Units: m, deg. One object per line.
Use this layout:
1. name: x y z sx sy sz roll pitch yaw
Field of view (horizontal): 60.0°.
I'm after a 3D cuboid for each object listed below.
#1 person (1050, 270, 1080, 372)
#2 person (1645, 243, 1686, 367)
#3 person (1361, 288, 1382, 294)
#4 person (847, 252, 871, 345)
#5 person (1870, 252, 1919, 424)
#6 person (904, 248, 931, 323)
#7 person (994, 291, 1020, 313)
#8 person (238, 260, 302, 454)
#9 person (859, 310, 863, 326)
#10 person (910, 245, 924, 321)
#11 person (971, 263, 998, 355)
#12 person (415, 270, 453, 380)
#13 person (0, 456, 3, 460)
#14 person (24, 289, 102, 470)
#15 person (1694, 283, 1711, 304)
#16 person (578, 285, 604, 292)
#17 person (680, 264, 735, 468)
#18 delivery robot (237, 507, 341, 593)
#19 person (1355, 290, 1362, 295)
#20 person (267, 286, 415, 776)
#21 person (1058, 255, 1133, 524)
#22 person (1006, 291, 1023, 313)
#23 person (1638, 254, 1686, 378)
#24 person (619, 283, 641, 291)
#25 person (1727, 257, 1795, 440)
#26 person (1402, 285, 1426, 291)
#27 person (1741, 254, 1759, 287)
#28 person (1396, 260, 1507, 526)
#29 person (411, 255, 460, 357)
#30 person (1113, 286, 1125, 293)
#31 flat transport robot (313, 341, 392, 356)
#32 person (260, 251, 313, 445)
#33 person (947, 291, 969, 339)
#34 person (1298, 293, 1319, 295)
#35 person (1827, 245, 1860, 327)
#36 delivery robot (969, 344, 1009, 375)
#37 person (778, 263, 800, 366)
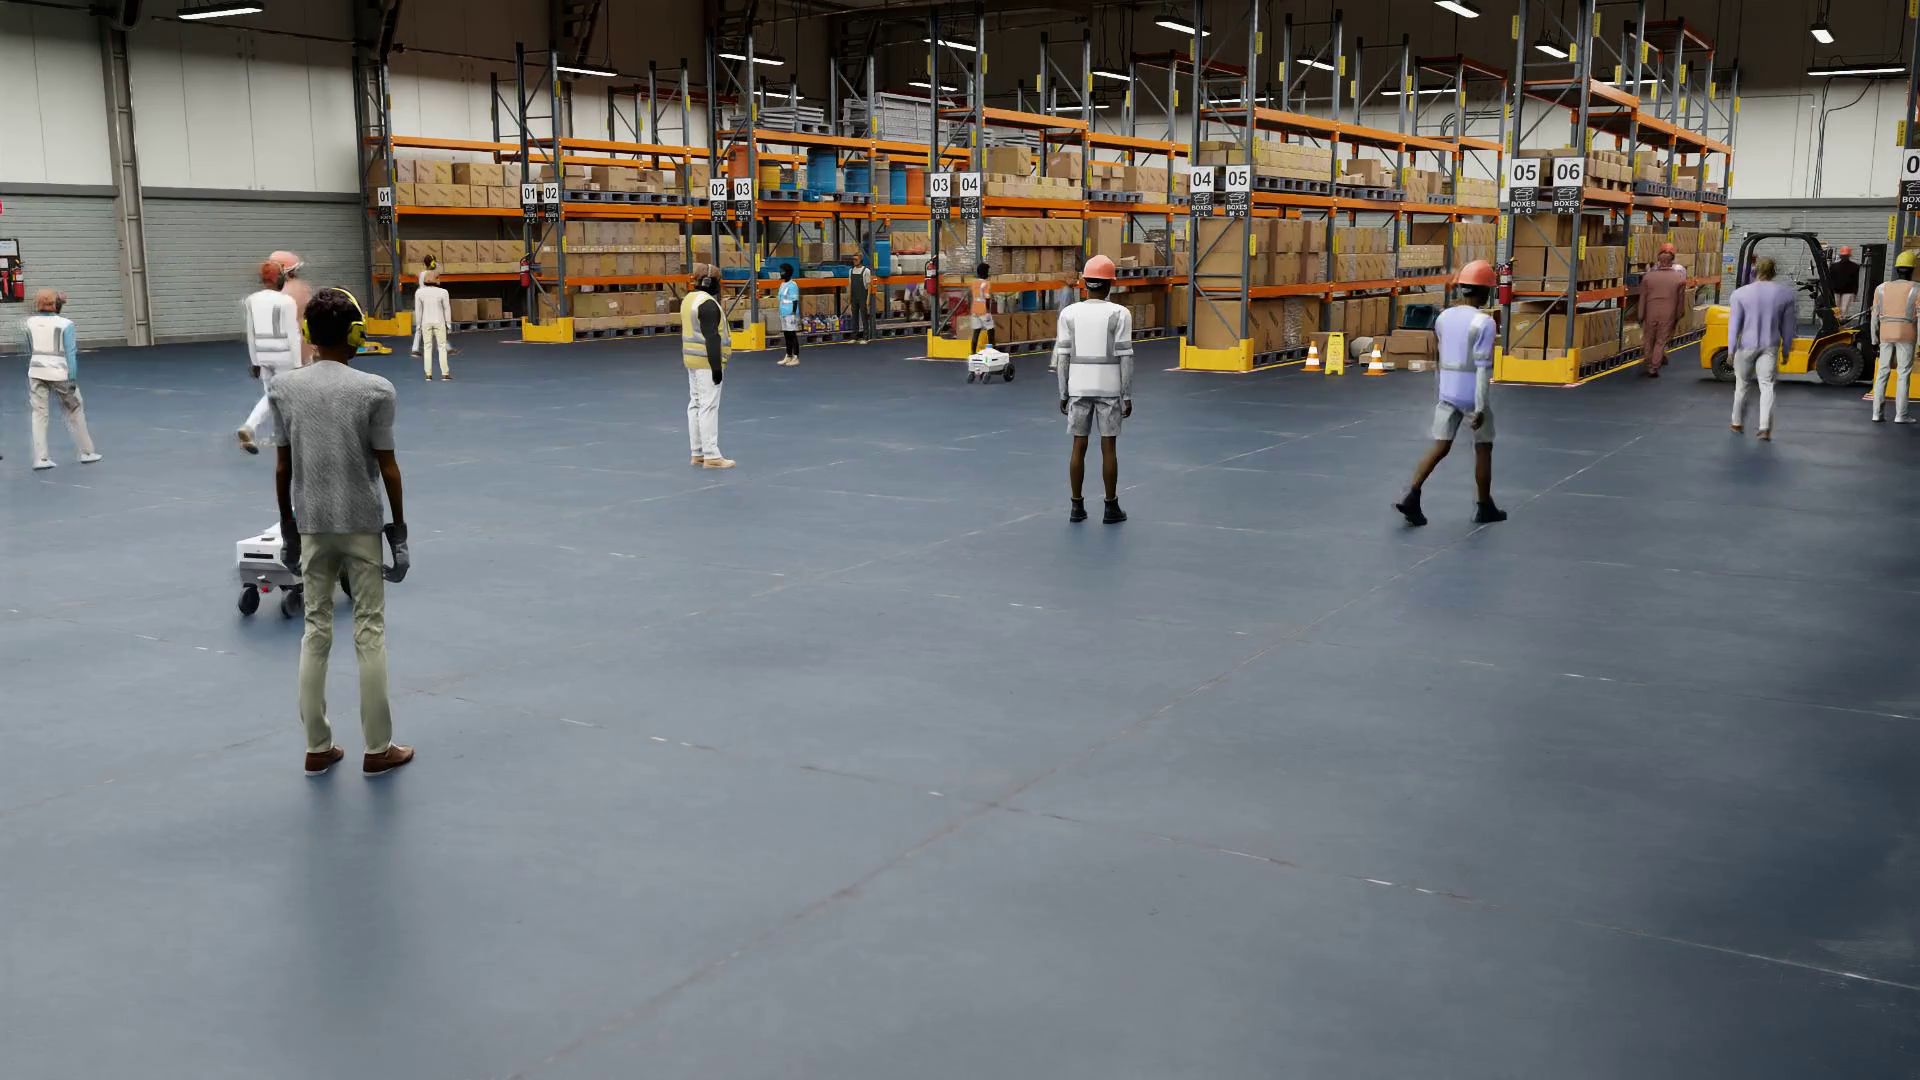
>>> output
1. person: 1.714 -3.435 26.138 0.643 1.596 0.518 3 10 14
2. person: 11.509 -3.828 27.161 0.640 2.030 0.437 6 12 32
3. person: 9.868 -6.053 39.907 0.461 1.932 0.666 -10 14 -43
4. person: -2.017 -4.811 33.185 0.517 1.844 0.332 6 12 30
5. person: 10.572 -2.270 18.721 0.373 1.925 0.595 -8 13 -36
6. person: -1.099 -6.124 40.370 0.569 1.921 0.766 9 13 40
7. person: 0.995 -5.172 35.374 0.585 1.790 0.930 2 10 10
8. person: -6.461 -1.679 15.596 0.585 1.870 0.646 4 11 22
9. person: -2.298 -5.596 38.262 0.542 1.604 0.760 7 12 35
10. person: -1.085 -6.690 43.329 0.631 1.989 1.067 6 12 29
11. person: 0.465 -3.865 28.327 0.686 1.672 0.553 -7 12 -33
12. person: -7.779 -3.172 24.594 0.507 1.632 0.268 -1 10 -4
13. person: -9.204 -1.636 15.277 0.644 1.892 0.491 4 11 23
14. person: -8.166 -1.461 15.072 0.532 1.606 0.743 1 10 5
15. person: 17.104 -5.701 38.294 0.932 1.807 0.622 6 12 32
16. person: -8.265 -5.521 37.096 0.624 1.875 0.961 5 11 27
17. person: -2.283 -1.568 15.047 0.430 1.838 0.619 -5 12 -28
18. delivery robot: -3.691 0.056 9.275 0.477 0.478 0.707 2 10 13
19. person: 9.902 -6.241 40.649 0.544 2.000 0.707 -5 11 -24
20. person: -2.347 -0.021 6.322 0.510 1.864 0.312 0 10 2
21. person: 0.989 -1.087 12.066 0.551 1.935 0.375 3 11 18
22. person: 1.243 -5.739 38.282 0.372 1.899 0.765 3 11 18
23. person: 10.675 -3.411 25.300 0.637 1.855 0.964 6 12 30
24. person: -7.603 -5.700 38.202 0.601 1.830 0.403 5 11 27
25. person: 8.339 -1.999 17.345 0.653 1.885 1.034 3 10 14
26. person: 10.905 -5.998 39.923 0.517 1.818 0.990 7 12 34
27. person: 17.059 -5.265 35.881 0.569 1.809 0.954 5 11 27
28. person: 3.572 -1.039 11.892 0.926 1.909 0.542 -6 12 -32
29. person: -9.492 -4.190 29.788 0.524 1.821 0.943 7 12 35
30. person: 3.830 -5.904 39.734 0.324 1.699 0.624 5 11 28
31. flat transport robot: -11.055 -3.445 29.940 0.652 0.197 1.431 8 13 39
32. person: -6.554 -1.901 16.592 0.926 1.953 0.615 1 10 5
33. person: -0.039 -5.148 35.309 0.549 1.750 0.372 5 11 25
34. person: 7.971 -5.697 38.017 0.997 1.904 0.624 -9 13 -41
35. person: 18.992 -5.342 35.802 0.617 1.979 0.449 8 13 36
36. delivery robot: 0.419 -2.606 24.185 0.477 0.478 0.707 6 12 30
37. person: -2.842 -3.725 27.519 0.317 1.695 0.540 -6 12 -29
